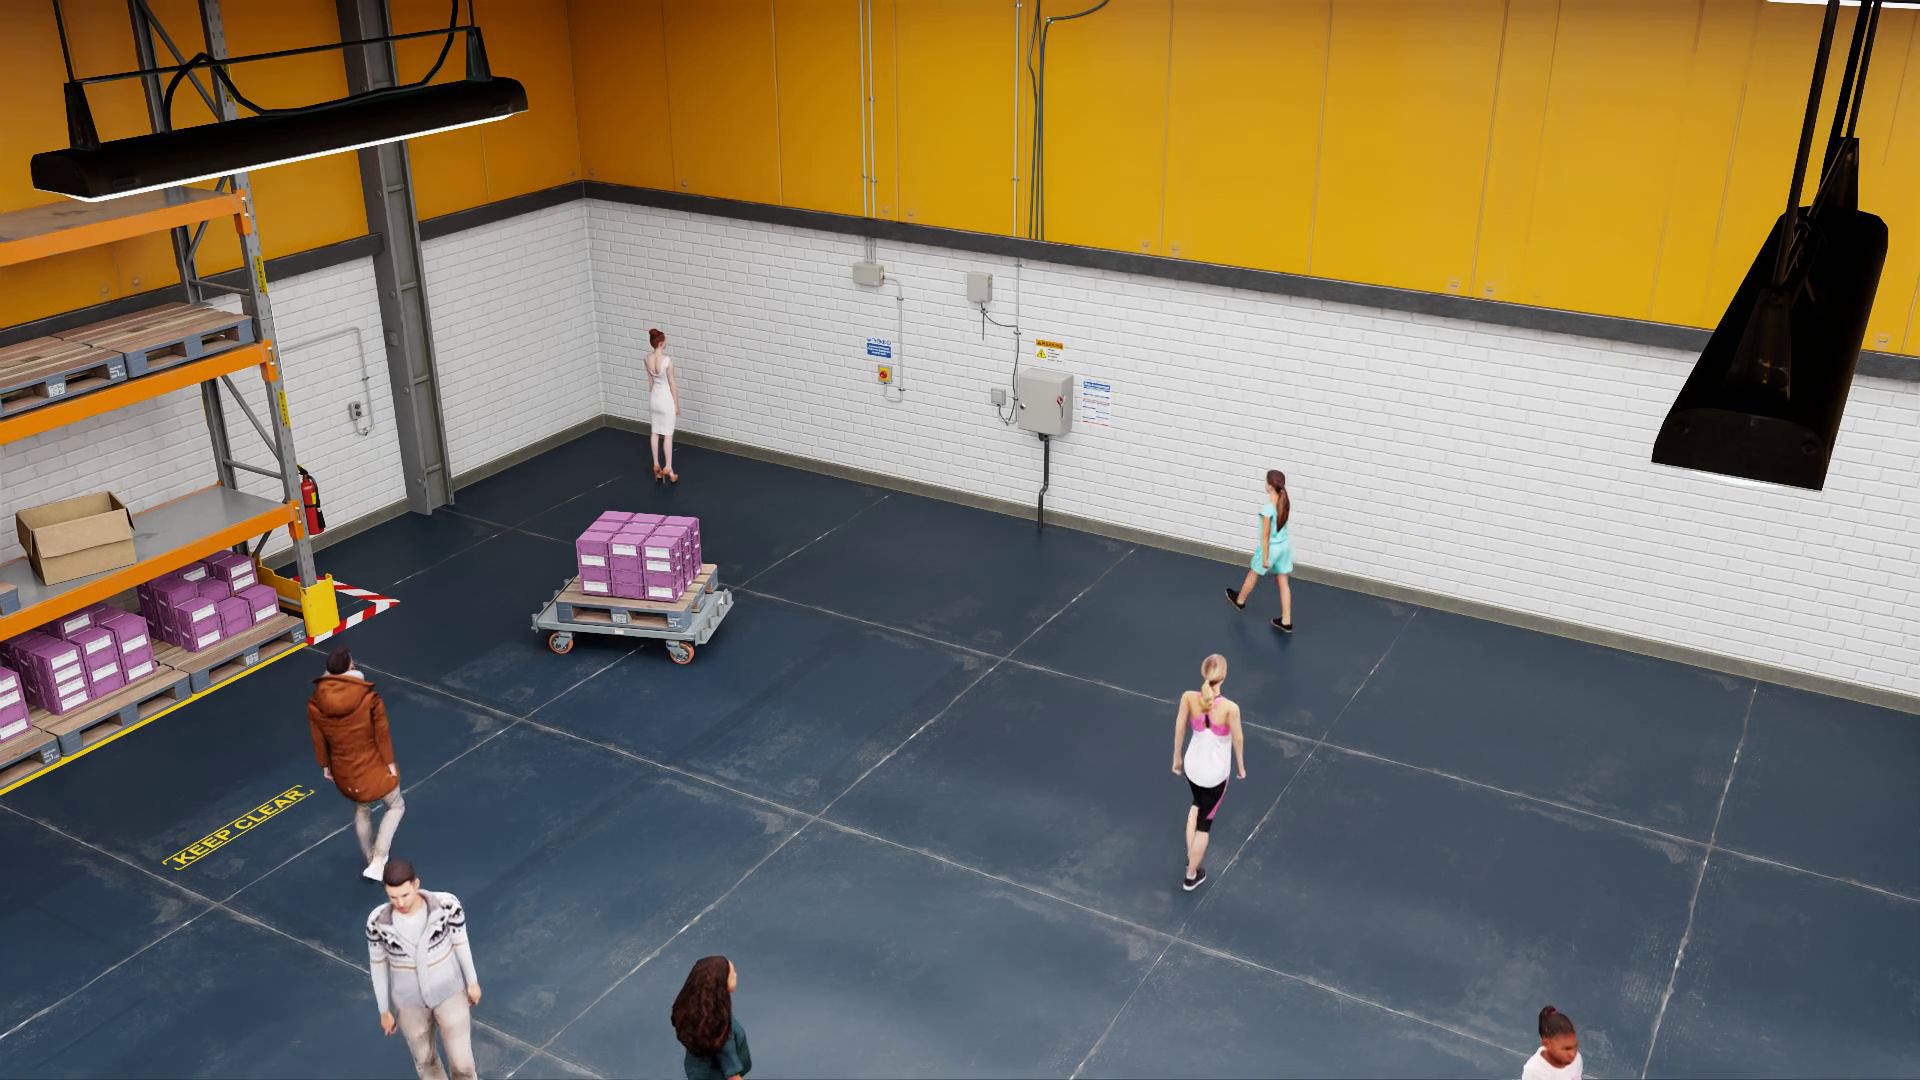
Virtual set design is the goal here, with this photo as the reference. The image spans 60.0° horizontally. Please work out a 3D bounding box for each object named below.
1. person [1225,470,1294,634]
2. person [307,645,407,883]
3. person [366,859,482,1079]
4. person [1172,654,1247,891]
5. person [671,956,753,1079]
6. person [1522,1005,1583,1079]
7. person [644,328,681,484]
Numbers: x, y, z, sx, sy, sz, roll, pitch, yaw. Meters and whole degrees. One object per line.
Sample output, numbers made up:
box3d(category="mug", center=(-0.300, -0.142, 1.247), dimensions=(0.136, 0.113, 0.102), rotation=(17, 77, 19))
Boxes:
box3d(category="person", center=(2.941, 0.129, 15.296), dimensions=(1.044, 1.512, 0.928), rotation=(-14, 27, -29))
box3d(category="person", center=(-4.157, 1.613, 11.509), dimensions=(0.894, 1.827, 0.965), rotation=(1, 24, 2))
box3d(category="person", center=(-3.007, 2.518, 9.428), dimensions=(0.815, 1.836, 0.868), rotation=(-6, 24, -14))
box3d(category="person", center=(1.664, 1.653, 11.491), dimensions=(0.638, 1.768, 0.647), rotation=(16, 28, 31))
box3d(category="person", center=(-1.365, 2.939, 8.797), dimensions=(1.175, 1.569, 0.946), rotation=(-14, 27, -28))
box3d(category="person", center=(3.022, 3.042, 8.754), dimensions=(0.988, 1.415, 0.924), rotation=(-13, 27, -27))
box3d(category="person", center=(-3.360, -1.514, 18.703), dimensions=(0.558, 1.794, 0.490), rotation=(14, 27, 29))
